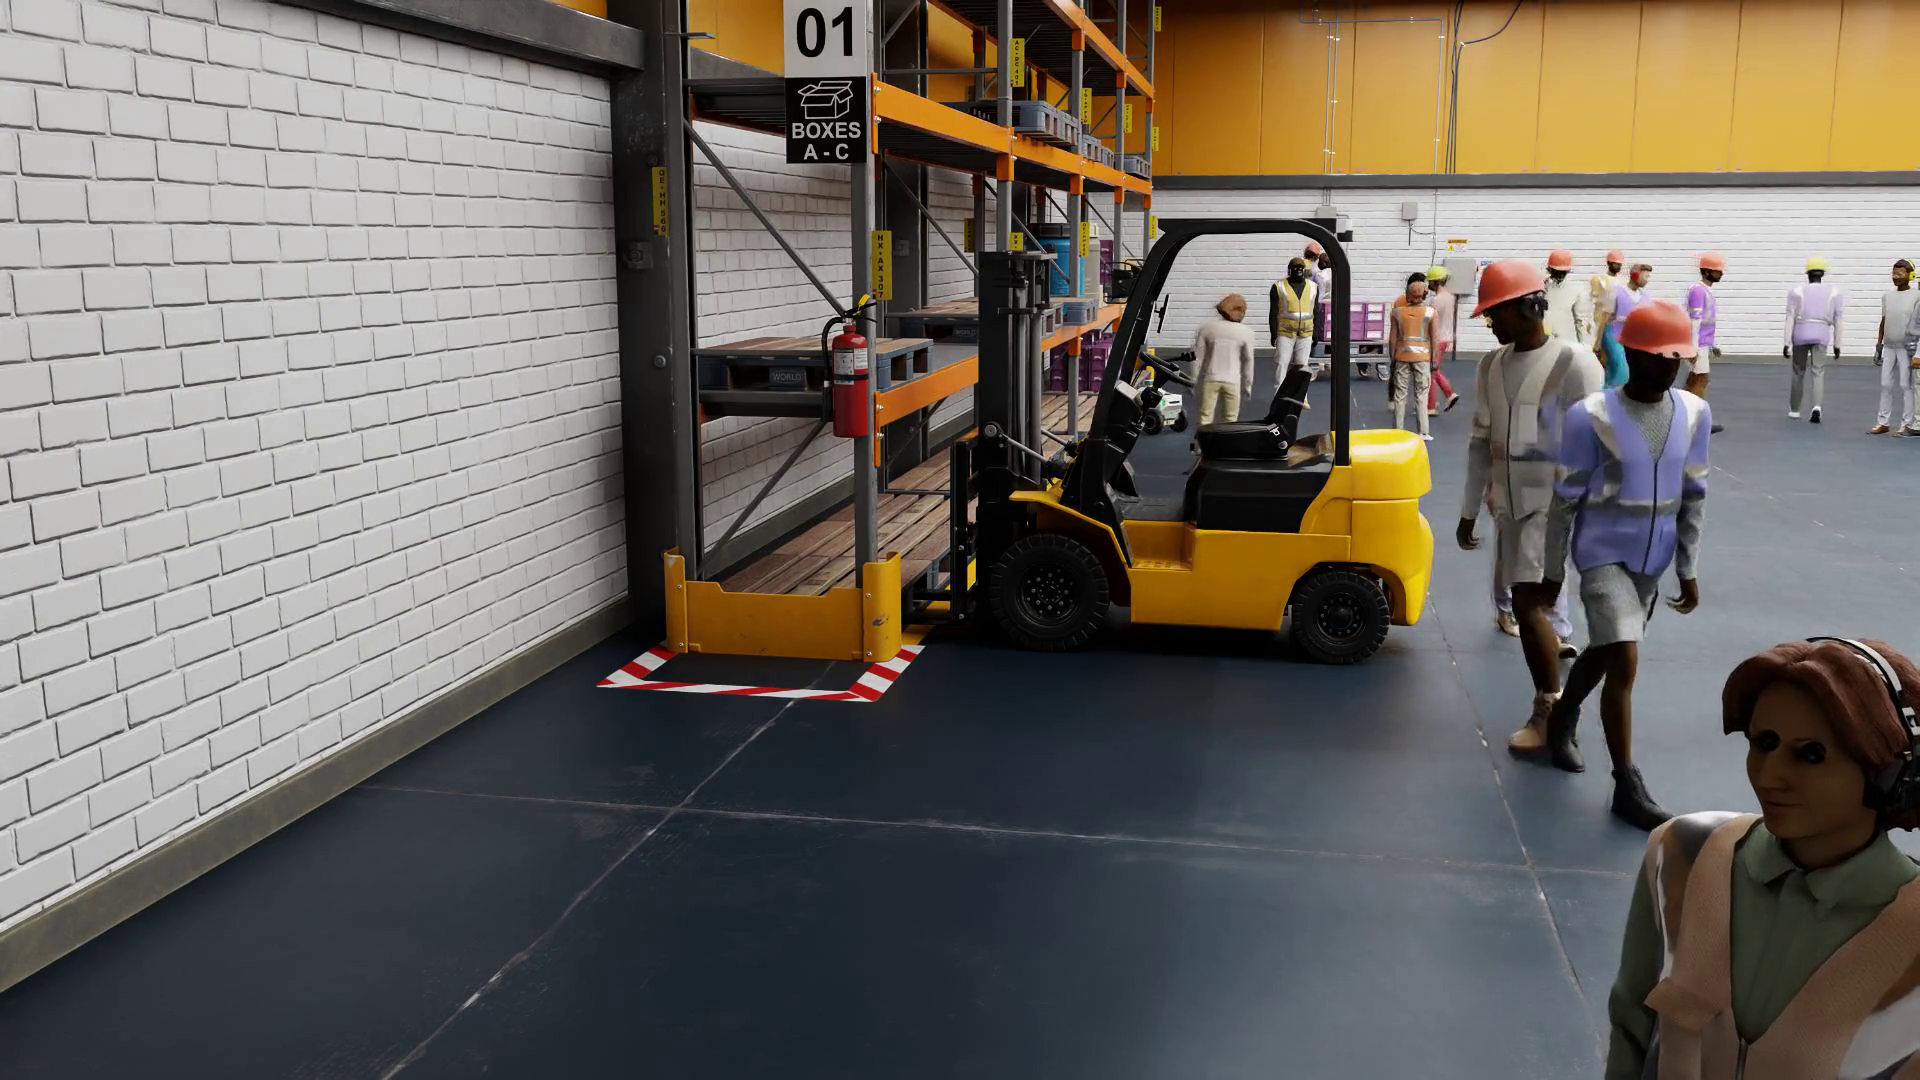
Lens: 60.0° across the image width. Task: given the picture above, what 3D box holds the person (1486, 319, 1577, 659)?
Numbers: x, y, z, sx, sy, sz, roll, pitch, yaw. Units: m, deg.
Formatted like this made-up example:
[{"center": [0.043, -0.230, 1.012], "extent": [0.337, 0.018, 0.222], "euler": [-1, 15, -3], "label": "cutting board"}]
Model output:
[{"center": [2.889, -0.278, 8.397], "extent": [0.533, 1.698, 0.944], "euler": [0, 10, 2], "label": "person"}]

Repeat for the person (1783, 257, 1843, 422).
[{"center": [9.711, -2.280, 18.935], "extent": [0.607, 1.877, 0.893], "euler": [4, 11, 20], "label": "person"}]

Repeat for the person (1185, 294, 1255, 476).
[{"center": [2.281, -1.342, 14.552], "extent": [0.561, 1.605, 0.459], "euler": [2, 11, 13], "label": "person"}]

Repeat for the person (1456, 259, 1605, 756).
[{"center": [2.291, -0.122, 6.735], "extent": [0.549, 1.996, 0.680], "euler": [-5, 12, -26], "label": "person"}]

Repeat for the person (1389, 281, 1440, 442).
[{"center": [4.645, -1.826, 17.050], "extent": [0.514, 1.641, 0.315], "euler": [7, 12, 32], "label": "person"}]

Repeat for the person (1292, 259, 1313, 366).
[{"center": [5.530, -3.657, 26.842], "extent": [0.504, 1.729, 0.374], "euler": [3, 11, 17], "label": "person"}]

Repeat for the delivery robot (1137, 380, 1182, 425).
[{"center": [2.027, -1.474, 17.845], "extent": [0.477, 0.478, 0.707], "euler": [-9, 14, -42], "label": "delivery robot"}]

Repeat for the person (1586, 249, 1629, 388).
[{"center": [8.892, -3.012, 22.780], "extent": [0.577, 1.922, 0.402], "euler": [-2, 11, -13], "label": "person"}]

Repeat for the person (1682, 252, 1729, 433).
[{"center": [8.006, -2.106, 17.835], "extent": [0.633, 1.919, 0.602], "euler": [6, 12, 31], "label": "person"}]

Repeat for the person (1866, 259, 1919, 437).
[{"center": [9.861, -2.007, 17.475], "extent": [0.329, 1.857, 0.506], "euler": [-5, 11, -25], "label": "person"}]

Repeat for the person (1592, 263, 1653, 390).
[{"center": [7.475, -2.214, 18.767], "extent": [0.594, 1.786, 0.747], "euler": [-7, 13, -35], "label": "person"}]

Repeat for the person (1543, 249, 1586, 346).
[{"center": [6.117, -2.055, 17.441], "extent": [0.846, 1.963, 0.603], "euler": [2, 11, 11], "label": "person"}]

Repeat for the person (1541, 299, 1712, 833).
[{"center": [2.426, 0.043, 6.182], "extent": [0.538, 1.888, 0.983], "euler": [-2, 11, -13], "label": "person"}]

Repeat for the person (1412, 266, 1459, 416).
[{"center": [5.552, -2.306, 19.363], "extent": [0.407, 1.748, 0.546], "euler": [7, 13, 35], "label": "person"}]

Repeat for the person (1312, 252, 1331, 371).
[{"center": [5.710, -3.584, 26.136], "extent": [0.429, 1.846, 0.625], "euler": [9, 14, 42], "label": "person"}]

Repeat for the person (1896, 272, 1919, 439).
[{"center": [10.032, -1.967, 17.297], "extent": [0.404, 1.833, 0.592], "euler": [9, 13, 40], "label": "person"}]

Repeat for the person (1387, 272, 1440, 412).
[{"center": [5.431, -2.358, 19.886], "extent": [0.785, 1.653, 0.558], "euler": [-7, 12, -33], "label": "person"}]

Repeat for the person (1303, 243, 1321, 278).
[{"center": [5.696, -3.829, 27.082], "extent": [0.602, 1.980, 1.028], "euler": [7, 12, 33], "label": "person"}]

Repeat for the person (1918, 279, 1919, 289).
[{"center": [14.175, -3.227, 24.062], "extent": [0.651, 1.888, 0.666], "euler": [4, 11, 21], "label": "person"}]

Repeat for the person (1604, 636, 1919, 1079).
[{"center": [1.002, 0.914, 2.034], "extent": [0.309, 1.641, 0.512], "euler": [-7, 12, -33], "label": "person"}]

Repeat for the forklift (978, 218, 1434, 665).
[{"center": [1.285, -0.567, 8.635], "extent": [2.313, 2.155, 1.214], "euler": [2, 11, 11], "label": "forklift"}]

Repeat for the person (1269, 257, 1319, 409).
[{"center": [4.064, -2.503, 20.214], "extent": [0.625, 1.844, 0.429], "euler": [-1, 10, -6], "label": "person"}]
